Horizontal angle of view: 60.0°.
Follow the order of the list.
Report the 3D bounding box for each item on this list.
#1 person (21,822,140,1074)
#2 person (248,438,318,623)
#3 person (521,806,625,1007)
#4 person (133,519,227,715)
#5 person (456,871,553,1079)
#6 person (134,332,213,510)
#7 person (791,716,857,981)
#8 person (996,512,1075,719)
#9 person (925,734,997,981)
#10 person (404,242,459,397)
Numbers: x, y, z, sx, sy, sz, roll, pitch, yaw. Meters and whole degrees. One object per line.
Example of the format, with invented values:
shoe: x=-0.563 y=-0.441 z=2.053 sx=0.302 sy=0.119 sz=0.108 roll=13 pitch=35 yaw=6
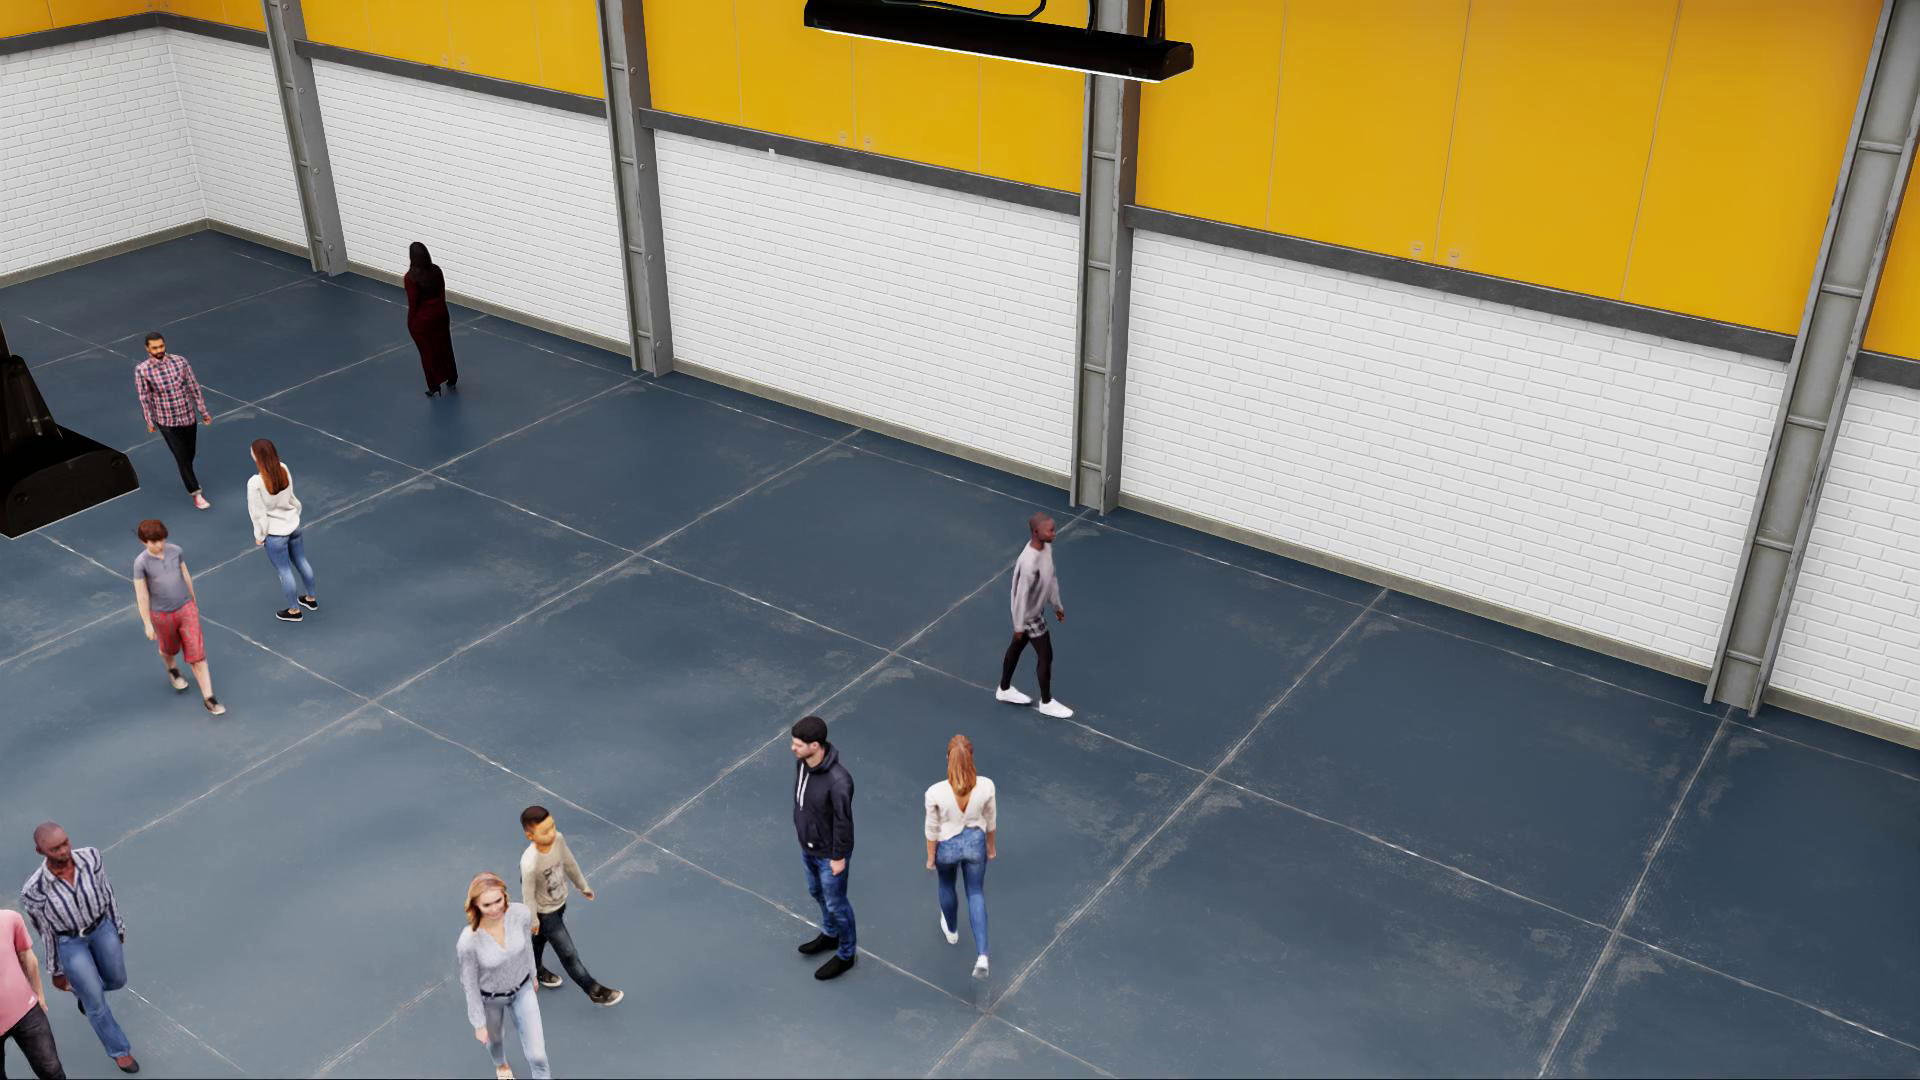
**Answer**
person: x=-5.149 y=2.333 z=9.666 sx=0.864 sy=1.776 sz=0.645 roll=18 pitch=33 yaw=30
person: x=-5.802 y=-0.097 z=14.209 sx=0.598 sy=1.691 sz=0.651 roll=13 pitch=31 yaw=22
person: x=-2.585 y=2.227 z=10.218 sx=1.038 sy=1.433 sz=0.774 roll=7 pitch=29 yaw=13
person: x=-6.241 y=0.554 z=13.103 sx=0.774 sy=1.606 sz=1.205 roll=-24 pitch=37 yaw=-37
person: x=-2.597 y=2.529 z=9.333 sx=0.872 sy=1.749 sz=1.205 roll=-19 pitch=34 yaw=-31
person: x=-7.668 y=-1.217 z=16.225 sx=0.847 sy=1.727 sz=1.157 roll=-24 pitch=37 yaw=-37
person: x=-0.822 y=1.879 z=10.384 sx=0.813 sy=1.884 sz=0.668 roll=-18 pitch=33 yaw=-30
person: x=0.455 y=0.555 z=12.960 sx=0.984 sy=1.742 sz=0.803 roll=7 pitch=29 yaw=12
person: x=0.019 y=1.990 z=10.374 sx=1.018 sy=1.699 sz=1.088 roll=-6 pitch=29 yaw=-10
person: x=-5.892 y=-2.463 z=18.476 sx=0.606 sy=1.757 sz=0.669 roll=17 pitch=33 yaw=28
